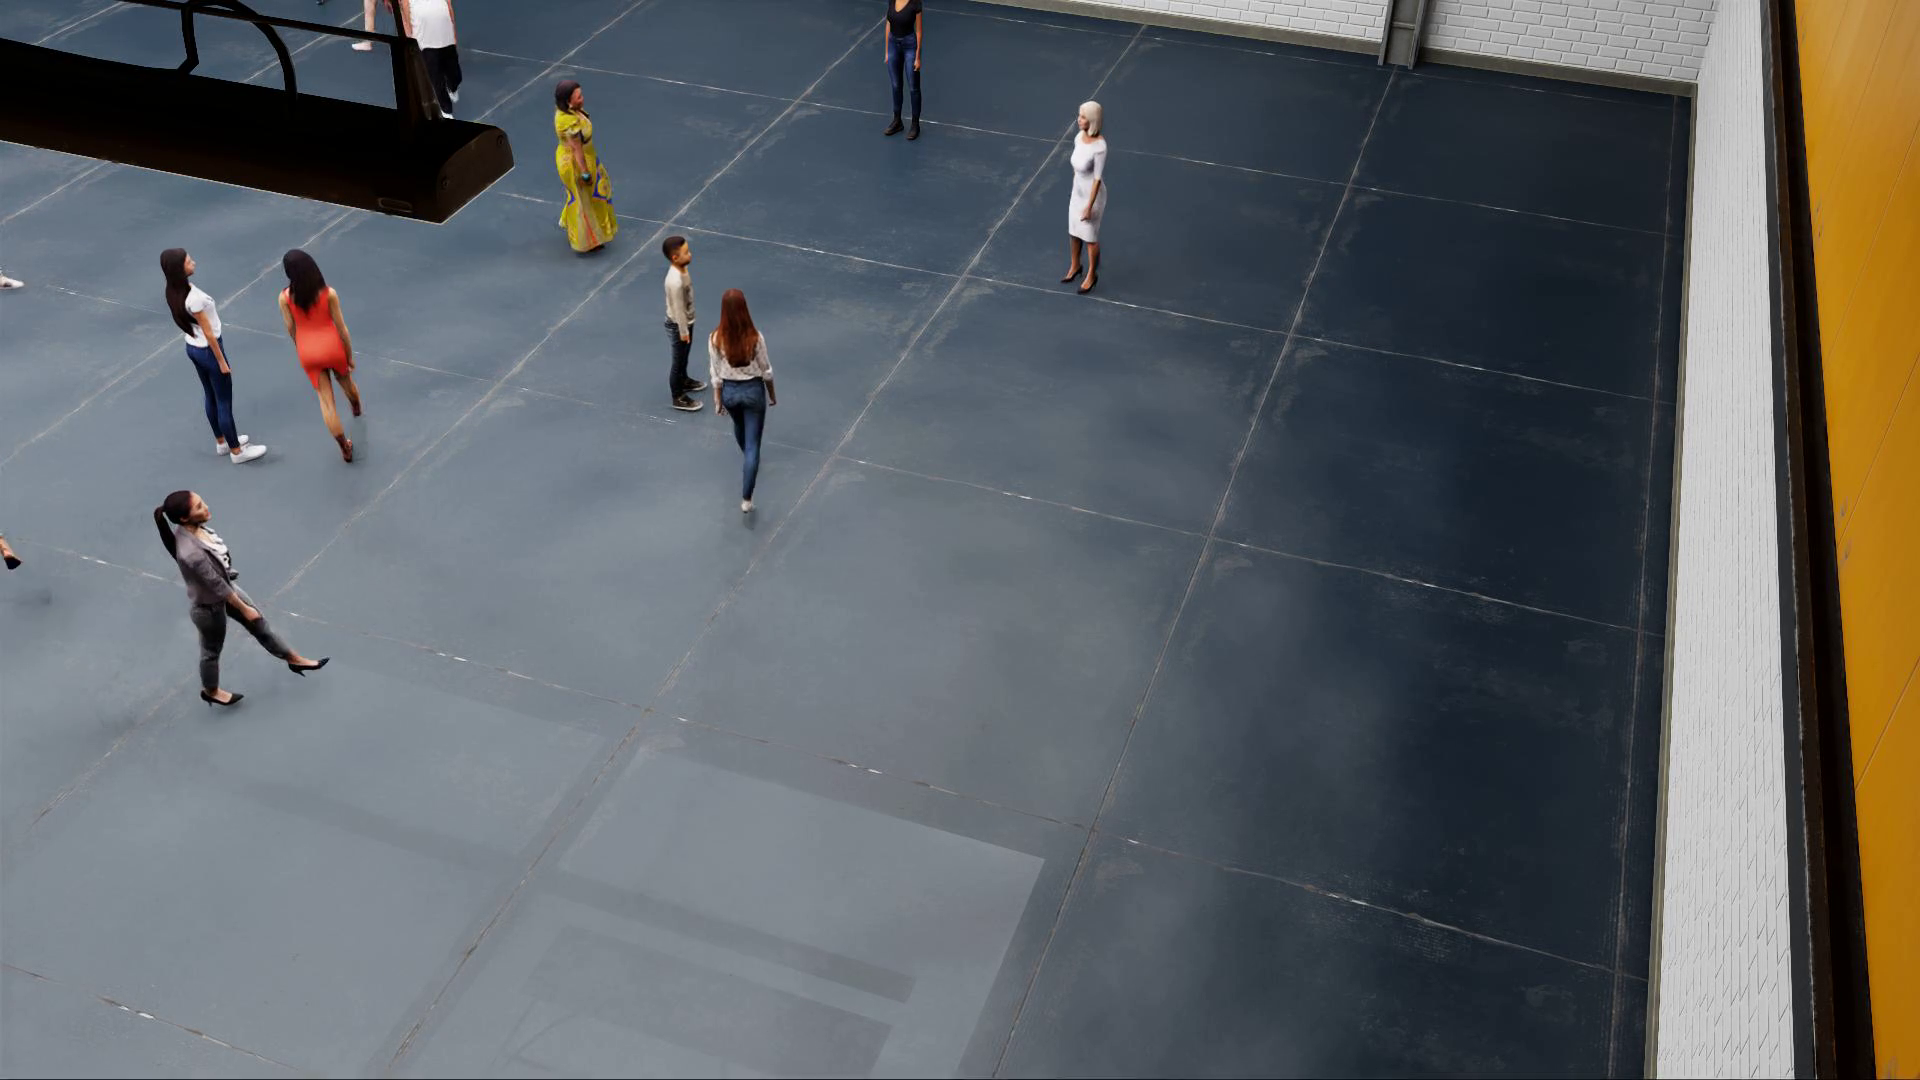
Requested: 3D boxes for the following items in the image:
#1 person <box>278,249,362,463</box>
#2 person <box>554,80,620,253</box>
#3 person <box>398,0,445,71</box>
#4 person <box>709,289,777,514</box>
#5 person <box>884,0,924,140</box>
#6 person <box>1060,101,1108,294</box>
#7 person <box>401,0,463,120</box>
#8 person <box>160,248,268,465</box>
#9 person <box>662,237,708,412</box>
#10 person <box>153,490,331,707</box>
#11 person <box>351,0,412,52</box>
[{"bbox_3d":[-4.772,-1.332,12.453,1.028,1.684,1.048,-12,40,-15],"label":"person"},{"bbox_3d":[-3.526,-3.360,15.023,0.971,1.646,0.929,-9,39,-11],"label":"person"},{"bbox_3d":[-5.917,-6.016,18.193,0.854,1.841,0.927,-4,39,-5],"label":"person"},{"bbox_3d":[-1.575,-0.984,12.013,1.143,1.690,0.901,1,39,2],"label":"person"},{"bbox_3d":[-0.564,-4.975,16.970,0.487,1.740,0.630,17,42,20],"label":"person"},{"bbox_3d":[1.144,-2.981,14.466,0.752,1.748,0.676,-22,44,-25],"label":"person"},{"bbox_3d":[-5.474,-5.215,17.324,0.889,1.673,0.954,-18,42,-21],"label":"person"},{"bbox_3d":[-5.641,-1.379,12.440,0.724,1.774,0.594,-32,48,-33],"label":"person"},{"bbox_3d":[-2.214,-1.722,13.124,0.581,1.456,0.606,0,39,0],"label":"person"},{"bbox_3d":[-4.697,0.420,10.293,1.126,1.641,0.998,-11,40,-13],"label":"person"},{"bbox_3d":[-6.516,-6.326,18.760,1.029,1.617,0.844,-3,39,-4],"label":"person"}]
